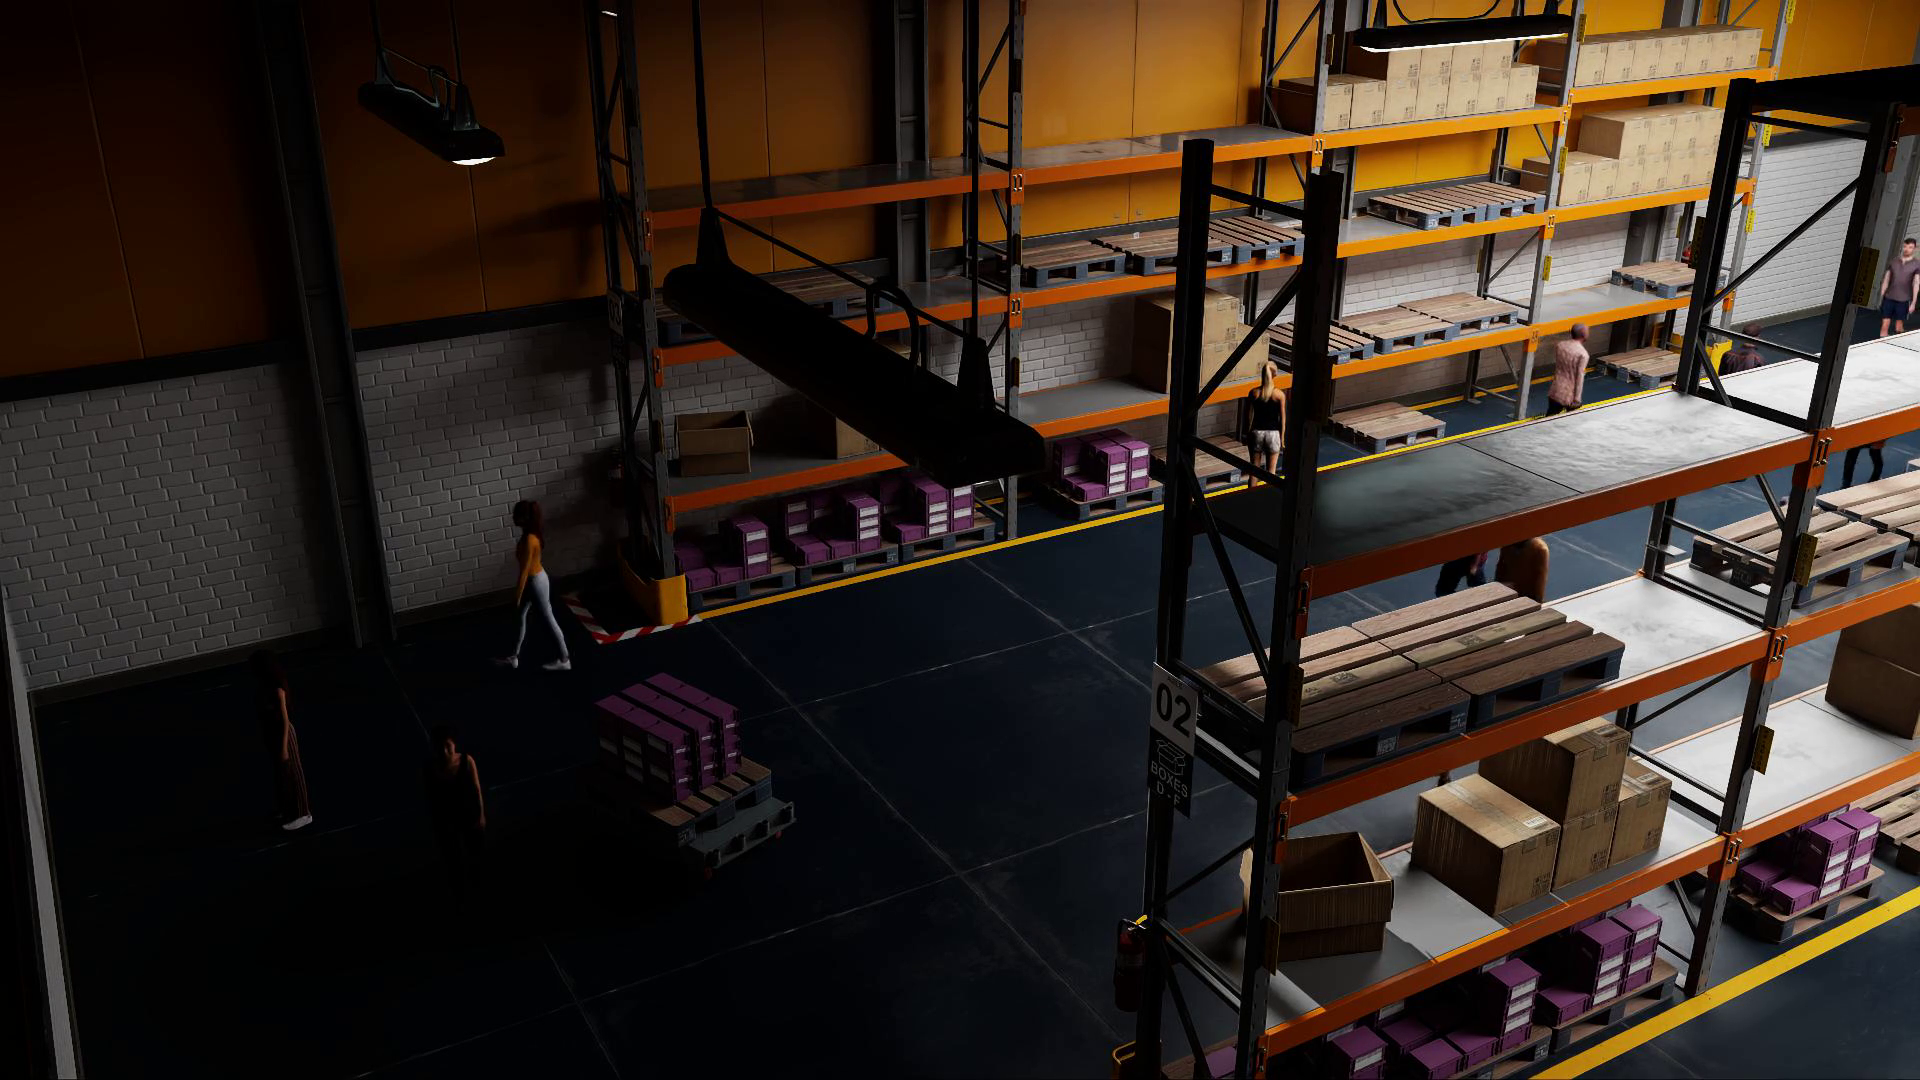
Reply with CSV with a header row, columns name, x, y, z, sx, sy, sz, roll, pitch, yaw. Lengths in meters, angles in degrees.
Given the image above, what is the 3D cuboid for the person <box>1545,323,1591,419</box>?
name,x,y,z,sx,sy,sz,roll,pitch,yaw
person,7.361,-1.777,20.387,1.154,1.777,0.682,-12,26,-26

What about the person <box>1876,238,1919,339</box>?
name,x,y,z,sx,sy,sz,roll,pitch,yaw
person,13.697,-3.501,24.251,0.909,1.840,0.762,-21,31,-39

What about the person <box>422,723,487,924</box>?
name,x,y,z,sx,sy,sz,roll,pitch,yaw
person,-3.661,1.975,12.117,0.971,1.526,0.799,-5,24,-11

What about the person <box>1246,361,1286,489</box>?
name,x,y,z,sx,sy,sz,roll,pitch,yaw
person,3.467,-1.170,18.913,0.682,1.846,0.727,8,25,18

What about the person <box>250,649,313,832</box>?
name,x,y,z,sx,sy,sz,roll,pitch,yaw
person,-5.350,1.539,13.073,0.570,1.559,0.589,-19,30,-36

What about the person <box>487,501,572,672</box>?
name,x,y,z,sx,sy,sz,roll,pitch,yaw
person,-3.823,0.451,15.355,1.040,1.724,0.753,-6,24,-14

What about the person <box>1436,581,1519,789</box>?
name,x,y,z,sx,sy,sz,roll,pitch,yaw
person,4.195,1.240,13.426,1.275,1.824,0.791,-19,30,-37

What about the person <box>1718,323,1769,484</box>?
name,x,y,z,sx,sy,sz,roll,pitch,yaw
person,9.303,-1.654,19.895,0.674,1.946,0.753,-21,31,-39
